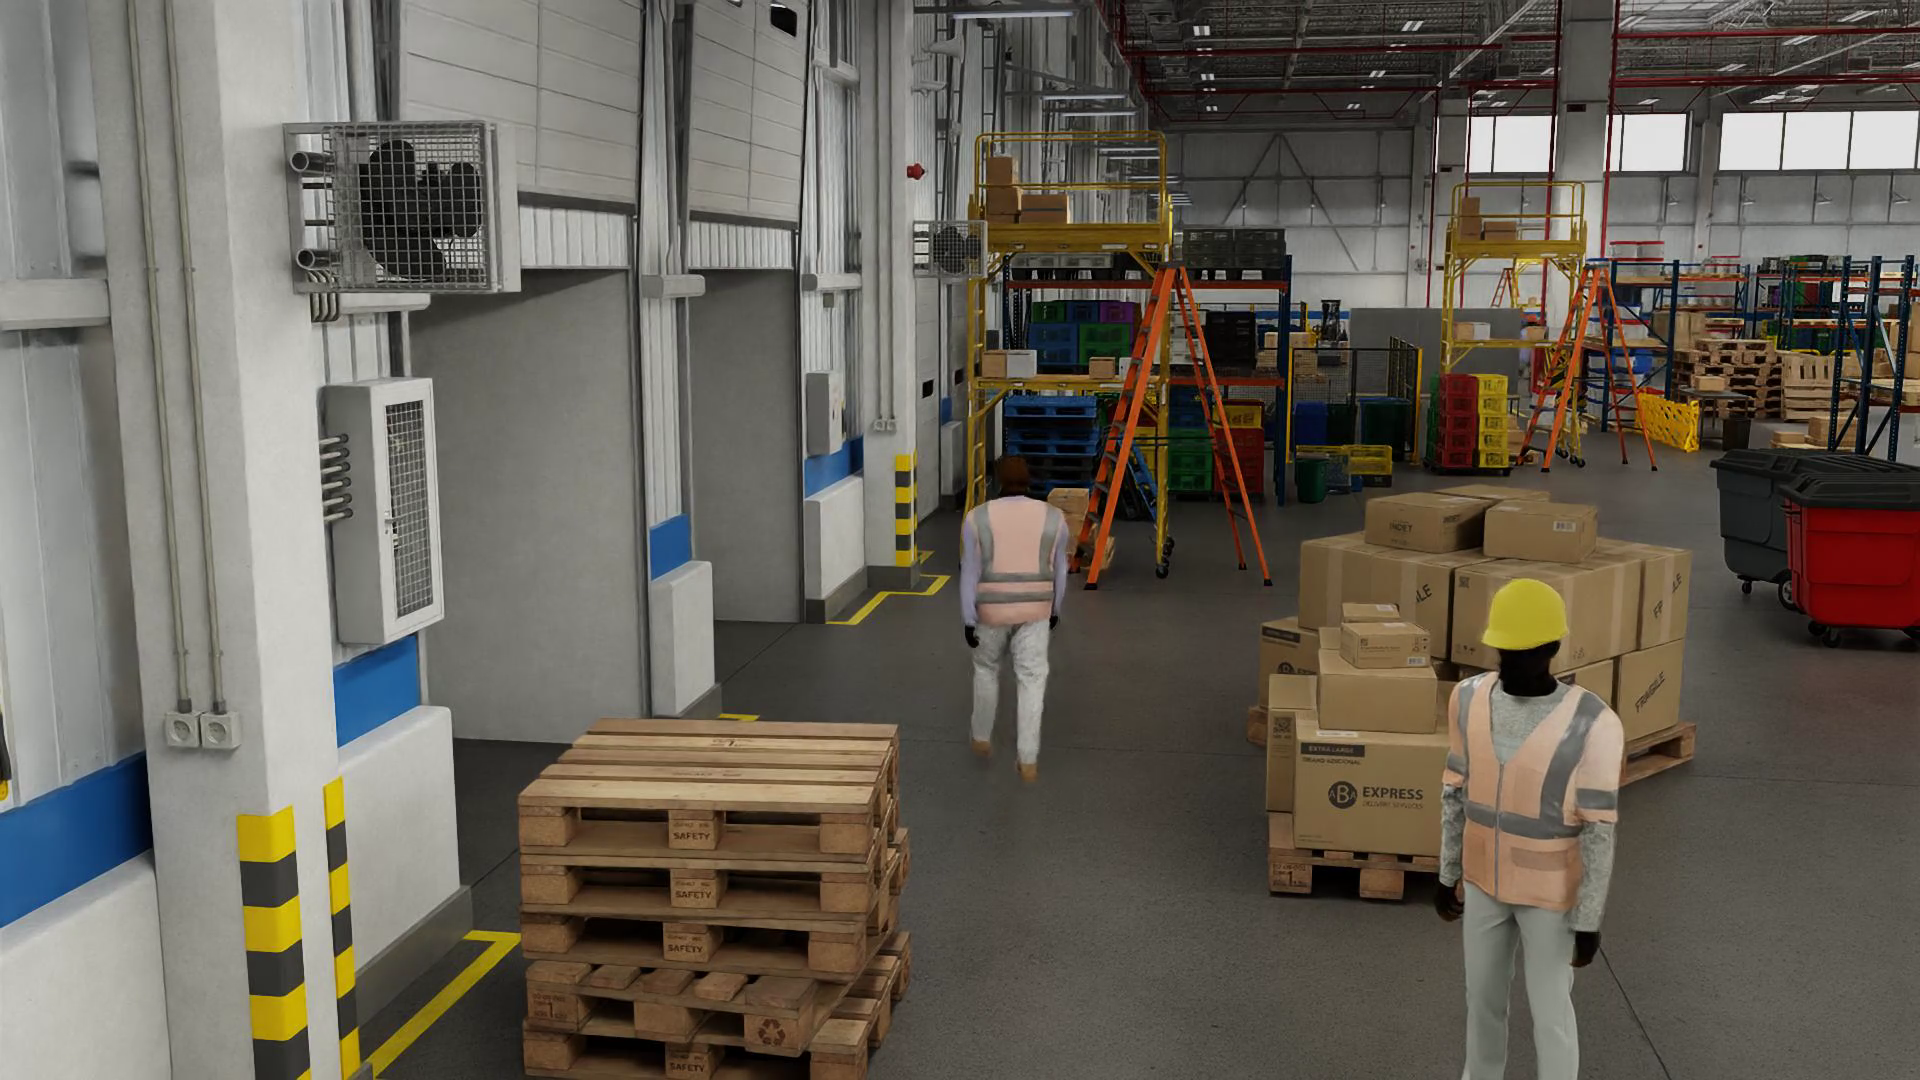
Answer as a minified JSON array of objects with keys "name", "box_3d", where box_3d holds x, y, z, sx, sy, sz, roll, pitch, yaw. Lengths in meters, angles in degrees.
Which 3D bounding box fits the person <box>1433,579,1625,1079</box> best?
[{"name":"person","box_3d":[1.739,1.062,5.176,0.395,1.919,0.589,-7,12,-38]}]

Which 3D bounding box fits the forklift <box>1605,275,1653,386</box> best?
[{"name":"forklift","box_3d":[16.151,-5.250,41.142,1.873,2.768,1.129,3,10,17]}]

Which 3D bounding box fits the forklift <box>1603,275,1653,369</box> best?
[{"name":"forklift","box_3d":[18.328,-6.129,46.565,1.873,2.768,1.129,-3,10,-19]}]

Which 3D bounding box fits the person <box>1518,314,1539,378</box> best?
[{"name":"person","box_3d":[12.605,-4.095,37.073,0.961,1.902,0.545,-3,10,-18]}]

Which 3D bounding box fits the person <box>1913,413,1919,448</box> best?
[{"name":"person","box_3d":[15.563,-2.338,26.711,0.320,1.738,0.486,5,10,28]}]

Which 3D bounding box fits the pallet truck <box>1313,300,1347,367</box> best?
[{"name":"pallet truck","box_3d":[11.159,-6.200,49.718,0.823,1.965,1.885,4,10,26]}]

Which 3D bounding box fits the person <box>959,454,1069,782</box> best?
[{"name":"person","box_3d":[0.291,0.411,9.518,0.627,1.805,0.896,-1,9,-5]}]

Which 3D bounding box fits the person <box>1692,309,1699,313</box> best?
[{"name":"person","box_3d":[21.906,-6.026,49.588,0.537,1.693,0.319,-4,10,-23]}]
